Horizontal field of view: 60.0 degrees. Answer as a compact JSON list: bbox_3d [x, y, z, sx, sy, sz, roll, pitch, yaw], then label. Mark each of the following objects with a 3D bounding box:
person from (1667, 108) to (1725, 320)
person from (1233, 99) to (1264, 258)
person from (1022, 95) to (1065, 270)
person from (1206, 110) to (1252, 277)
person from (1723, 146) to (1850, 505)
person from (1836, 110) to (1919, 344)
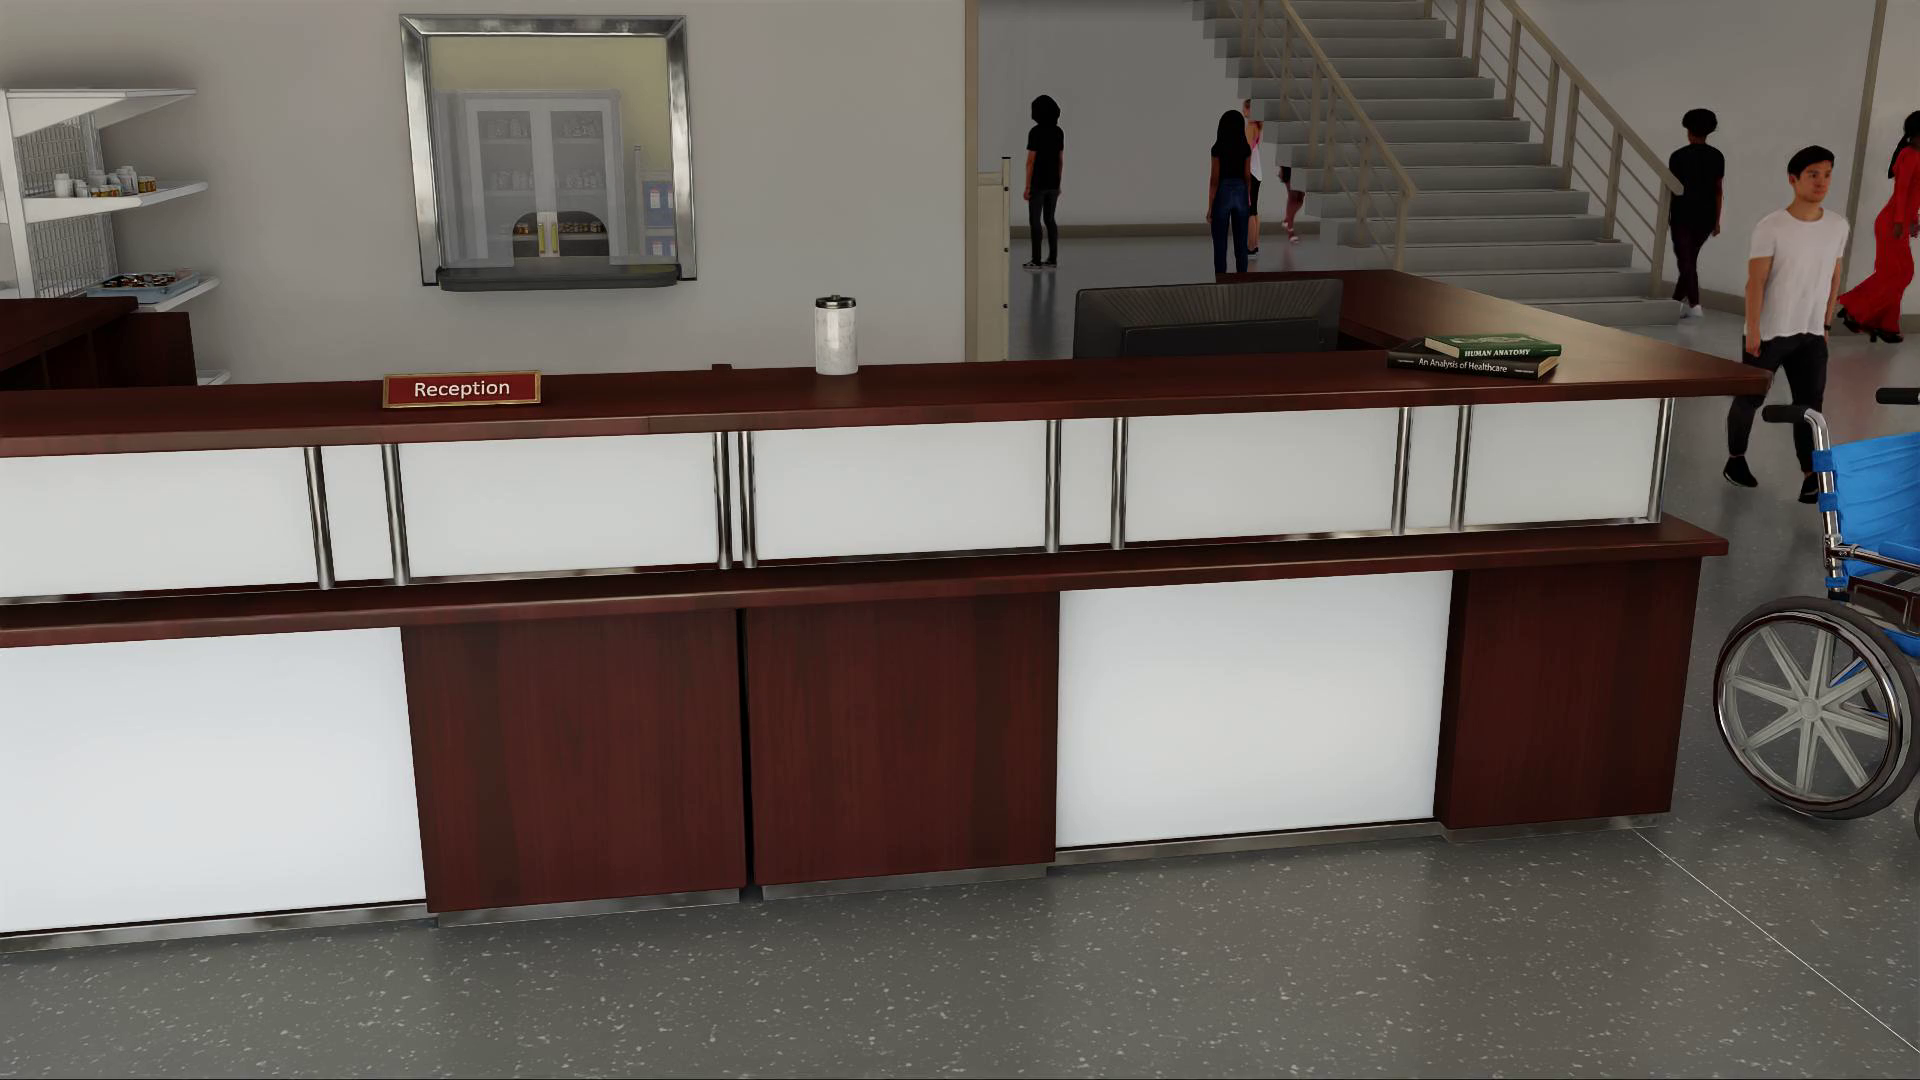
[{"bbox_3d":[6.216,-2.720,14.056,0.646,1.738,1.064,-1,16,-4],"label":"person"},{"bbox_3d":[3.340,-4.165,19.095,0.751,1.786,0.651,7,17,24],"label":"person"},{"bbox_3d":[0.908,-3.845,17.864,0.710,1.826,0.697,-12,20,-37],"label":"person"},{"bbox_3d":[2.465,-3.033,15.165,0.560,1.739,0.522,-3,16,-10],"label":"person"},{"bbox_3d":[4.010,-1.045,8.161,0.773,1.682,1.111,0,16,0],"label":"person"},{"bbox_3d":[7.163,-2.409,12.895,0.889,1.771,0.832,12,19,36],"label":"person"}]
